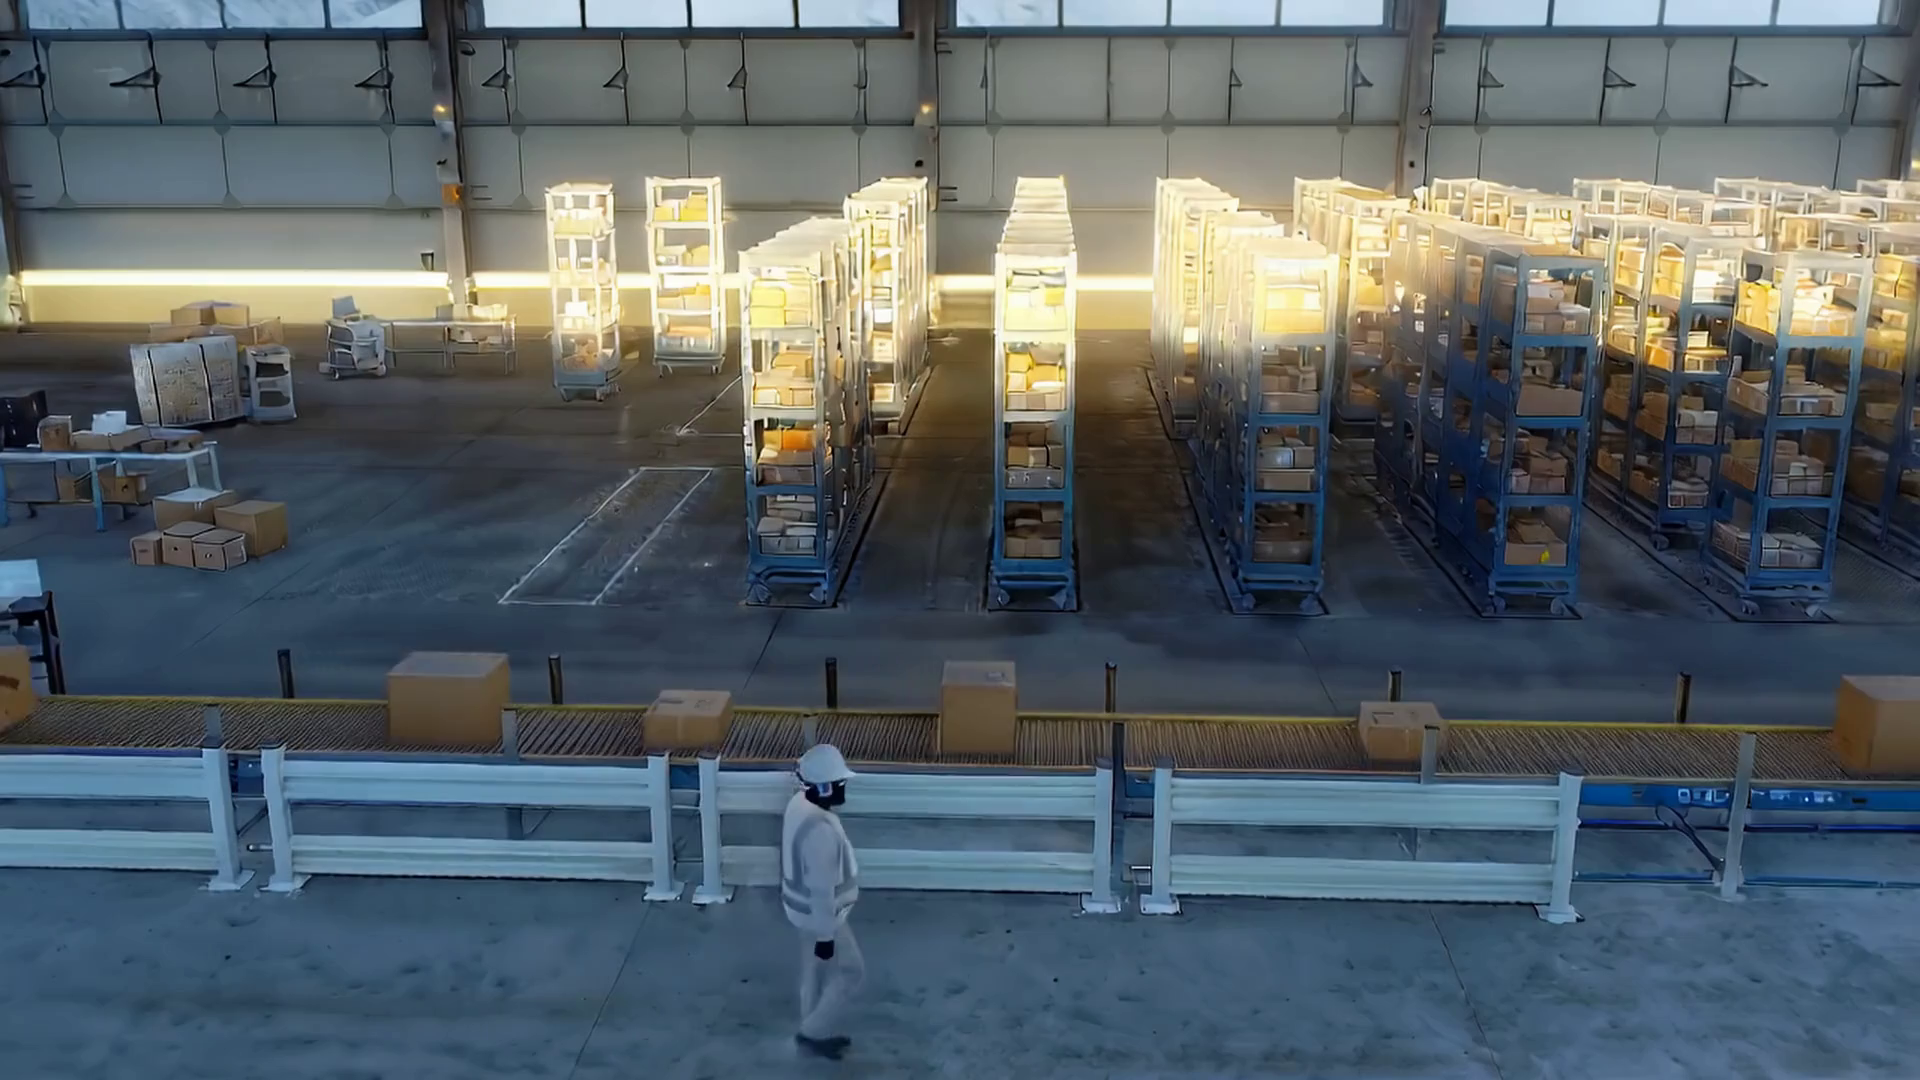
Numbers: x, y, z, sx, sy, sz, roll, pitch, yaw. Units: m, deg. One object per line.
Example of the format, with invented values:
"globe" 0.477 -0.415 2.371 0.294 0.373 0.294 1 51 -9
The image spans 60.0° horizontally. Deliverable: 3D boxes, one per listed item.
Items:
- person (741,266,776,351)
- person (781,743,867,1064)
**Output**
"person" -4.078 -4.653 33.549 0.839 1.713 0.564 1 15 5
"person" -0.730 1.948 8.856 0.427 1.818 0.622 -5 16 -17
